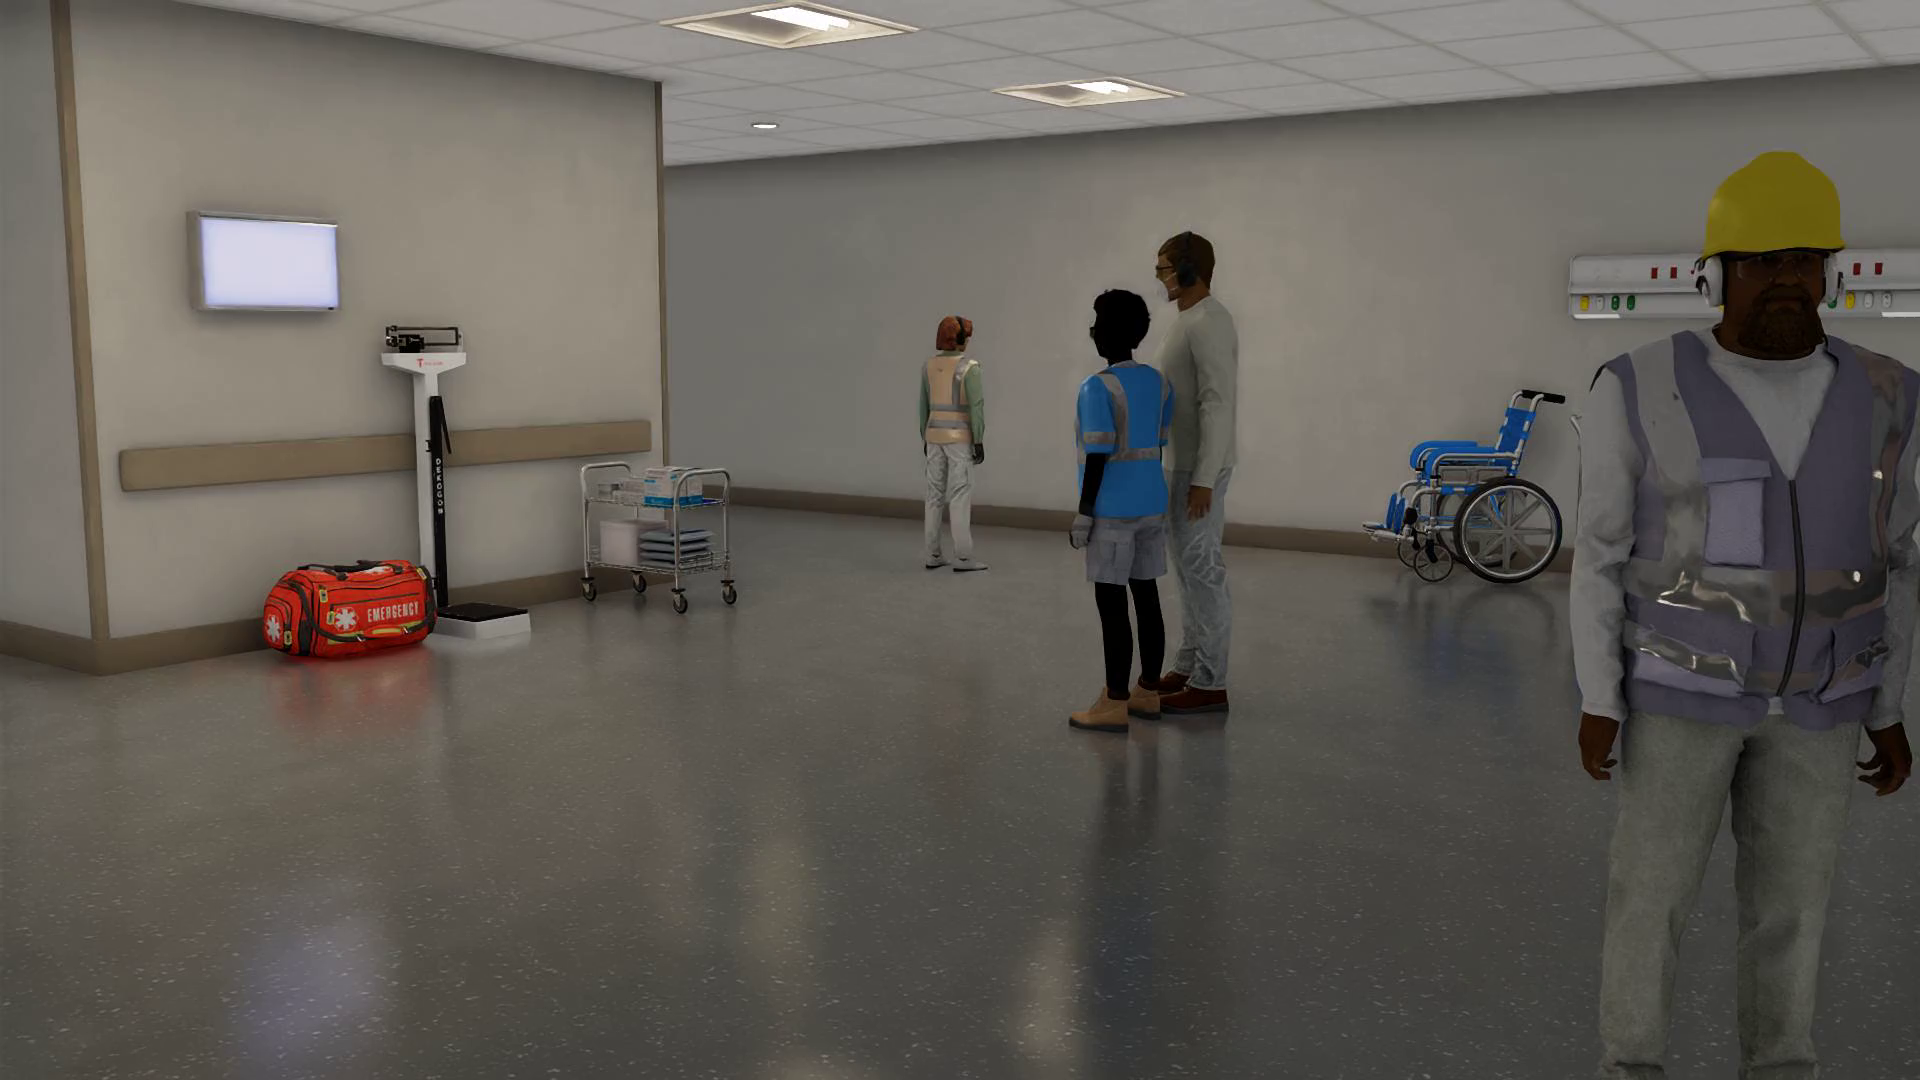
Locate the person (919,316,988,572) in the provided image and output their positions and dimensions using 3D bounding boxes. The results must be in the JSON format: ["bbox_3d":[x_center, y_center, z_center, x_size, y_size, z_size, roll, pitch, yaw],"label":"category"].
[{"bbox_3d":[-0.051,-0.616,10.710,0.522,1.638,0.311,6,10,42],"label":"person"}]

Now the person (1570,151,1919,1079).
[{"bbox_3d":[1.377,0.256,2.918,0.590,1.833,0.404,0,7,4],"label":"person"}]

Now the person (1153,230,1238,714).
[{"bbox_3d":[0.937,-0.270,6.731,0.355,1.936,0.636,0,7,-3],"label":"person"}]

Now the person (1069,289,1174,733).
[{"bbox_3d":[0.617,-0.109,6.414,0.321,1.692,0.530,6,9,39],"label":"person"}]
